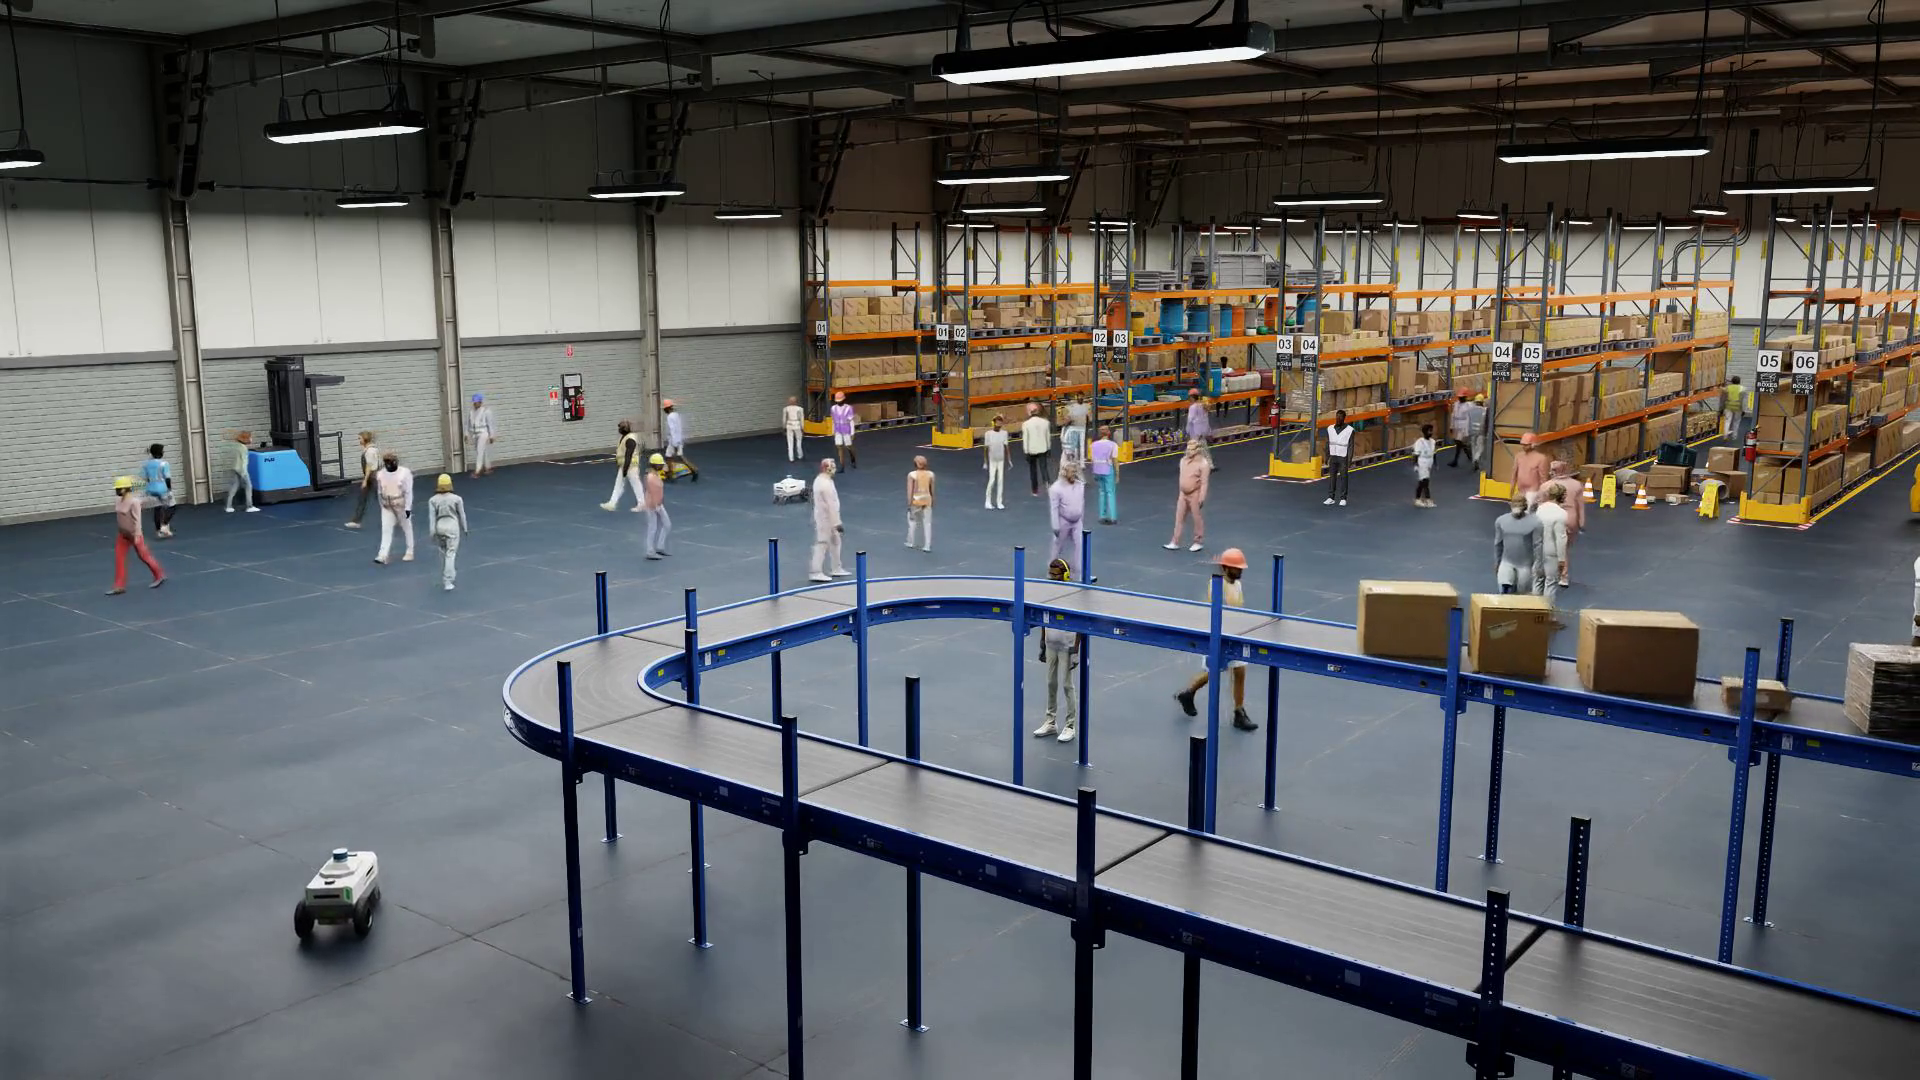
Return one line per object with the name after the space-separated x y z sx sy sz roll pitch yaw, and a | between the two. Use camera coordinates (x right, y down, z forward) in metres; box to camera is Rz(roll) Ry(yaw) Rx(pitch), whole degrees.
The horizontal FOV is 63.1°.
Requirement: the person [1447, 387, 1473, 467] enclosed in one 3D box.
11.999 -2.701 37.295 0.726 1.910 0.580 -5 11 -26 | person

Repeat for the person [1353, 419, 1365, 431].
10.519 -3.347 41.339 0.533 1.765 0.322 10 14 43 | person

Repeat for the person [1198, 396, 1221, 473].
5.593 -2.454 36.304 0.950 1.774 0.575 4 11 22 | person

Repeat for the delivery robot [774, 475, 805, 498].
-3.468 -1.076 31.814 0.477 0.478 0.707 6 11 29 | delivery robot

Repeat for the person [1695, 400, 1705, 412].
21.459 -4.012 45.540 0.618 1.597 0.509 6 12 32 | person

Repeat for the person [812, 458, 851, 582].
-1.934 -0.306 23.880 0.784 1.877 0.664 -2 10 -14 | person

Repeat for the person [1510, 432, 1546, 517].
9.851 -0.899 27.040 0.984 1.959 0.635 -6 12 -32 | person

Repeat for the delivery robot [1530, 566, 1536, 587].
8.479 0.437 23.300 0.477 0.478 0.707 3 10 16 | delivery robot

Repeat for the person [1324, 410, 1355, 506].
7.616 -1.662 31.410 0.591 1.922 0.390 7 12 36 | person

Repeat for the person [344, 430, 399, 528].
-10.796 -1.112 28.697 0.962 1.799 0.536 -6 12 -32 | person

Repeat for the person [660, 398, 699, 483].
-6.199 -2.177 34.393 0.832 1.896 0.581 2 10 11 | person

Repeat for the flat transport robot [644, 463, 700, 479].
-6.573 -1.583 35.729 0.652 0.197 1.431 3 11 18 | flat transport robot

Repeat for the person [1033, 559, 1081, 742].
1.008 1.109 15.963 0.515 1.872 0.328 9 13 40 | person

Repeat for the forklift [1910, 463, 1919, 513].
19.034 -1.348 28.998 2.313 2.155 1.214 8 13 37 | forklift

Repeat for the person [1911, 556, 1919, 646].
11.006 0.770 17.680 0.550 1.935 0.376 -5 11 -28 | person

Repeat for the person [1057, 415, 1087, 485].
2.382 -1.900 33.679 0.836 1.588 0.521 -6 12 -32 | person

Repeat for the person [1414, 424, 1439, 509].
9.285 -1.449 30.894 0.553 1.663 0.769 -8 13 -36 | person

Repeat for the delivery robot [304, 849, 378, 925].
-4.564 2.524 11.554 0.477 0.478 0.707 -1 10 -4 | delivery robot

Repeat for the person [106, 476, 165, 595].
-12.247 -0.100 23.164 0.532 1.728 0.883 5 11 25 | person

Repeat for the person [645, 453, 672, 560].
-4.929 -0.542 25.612 0.520 1.752 0.528 1 10 6 | person

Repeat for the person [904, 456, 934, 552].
-0.702 -0.624 26.442 0.541 1.608 0.754 -5 11 -27 | person

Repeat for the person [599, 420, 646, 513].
-6.547 -1.413 30.350 0.935 1.793 0.661 -5 11 -25 | person

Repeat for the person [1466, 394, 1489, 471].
12.054 -2.496 36.431 0.599 1.807 0.725 8 13 37 | person

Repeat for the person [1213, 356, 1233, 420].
8.173 -4.725 48.525 0.621 1.966 0.379 6 12 30 | person

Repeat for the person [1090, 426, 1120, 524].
2.699 -1.208 29.196 0.590 1.807 0.448 7 12 34 | person

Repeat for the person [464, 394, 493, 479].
-10.908 -2.388 35.576 0.607 1.905 1.001 4 11 20 | person

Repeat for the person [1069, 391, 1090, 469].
2.824 -2.658 37.295 0.546 1.834 0.949 -1 10 -6 | person

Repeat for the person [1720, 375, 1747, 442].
20.955 -3.560 42.426 0.633 1.812 0.901 7 12 34 | person

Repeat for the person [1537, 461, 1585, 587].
9.068 -0.262 23.708 0.674 1.857 0.880 -1 10 -3 | person

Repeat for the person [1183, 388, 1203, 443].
5.304 -2.429 35.473 0.451 2.012 0.643 4 11 20 | person

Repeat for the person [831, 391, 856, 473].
-2.701 -2.531 36.378 0.562 1.901 0.687 3 11 19 | person

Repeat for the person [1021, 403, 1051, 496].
1.614 -1.851 32.406 0.670 1.949 0.741 -2 10 -12 | person

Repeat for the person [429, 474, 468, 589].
-7.677 -0.145 23.513 0.492 1.695 0.909 0 10 1 | person

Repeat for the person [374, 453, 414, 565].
-9.123 -0.500 25.211 0.642 1.789 0.958 1 10 6 | person

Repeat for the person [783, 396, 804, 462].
-4.062 -2.728 38.308 0.541 1.587 0.850 1 10 4 | person

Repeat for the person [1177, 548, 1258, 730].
2.730 1.007 16.453 0.547 1.908 0.885 -10 14 -44 | person

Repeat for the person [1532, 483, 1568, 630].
7.888 0.199 20.888 0.375 1.939 0.628 -2 10 -10 | person

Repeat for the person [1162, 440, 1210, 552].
3.813 -0.723 26.220 0.784 1.879 0.677 -8 13 -40 | person

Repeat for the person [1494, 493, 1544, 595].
7.205 0.337 20.264 0.652 1.884 1.016 6 12 31 | person

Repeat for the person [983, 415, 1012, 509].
0.738 -1.532 30.884 0.509 1.853 0.455 -5 11 -28 | person

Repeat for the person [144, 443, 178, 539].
-14.088 -0.867 27.580 0.555 1.682 0.374 3 11 18 | person

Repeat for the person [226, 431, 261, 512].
-14.066 -1.328 30.491 0.608 1.590 0.512 -9 14 -42 | person

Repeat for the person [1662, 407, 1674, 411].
20.643 -4.173 45.762 0.891 1.851 0.588 -2 10 -9 | person

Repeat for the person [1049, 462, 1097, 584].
1.669 -0.241 23.587 0.677 1.851 0.993 -6 12 -30 | person

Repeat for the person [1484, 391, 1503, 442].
12.169 -2.406 35.490 0.645 1.956 0.826 10 14 44 | person

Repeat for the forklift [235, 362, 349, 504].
-13.803 -2.244 32.110 1.129 2.768 1.873 8 13 37 | forklift

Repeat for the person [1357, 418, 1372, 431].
11.229 -3.872 43.634 0.697 2.000 0.537 10 14 44 | person
